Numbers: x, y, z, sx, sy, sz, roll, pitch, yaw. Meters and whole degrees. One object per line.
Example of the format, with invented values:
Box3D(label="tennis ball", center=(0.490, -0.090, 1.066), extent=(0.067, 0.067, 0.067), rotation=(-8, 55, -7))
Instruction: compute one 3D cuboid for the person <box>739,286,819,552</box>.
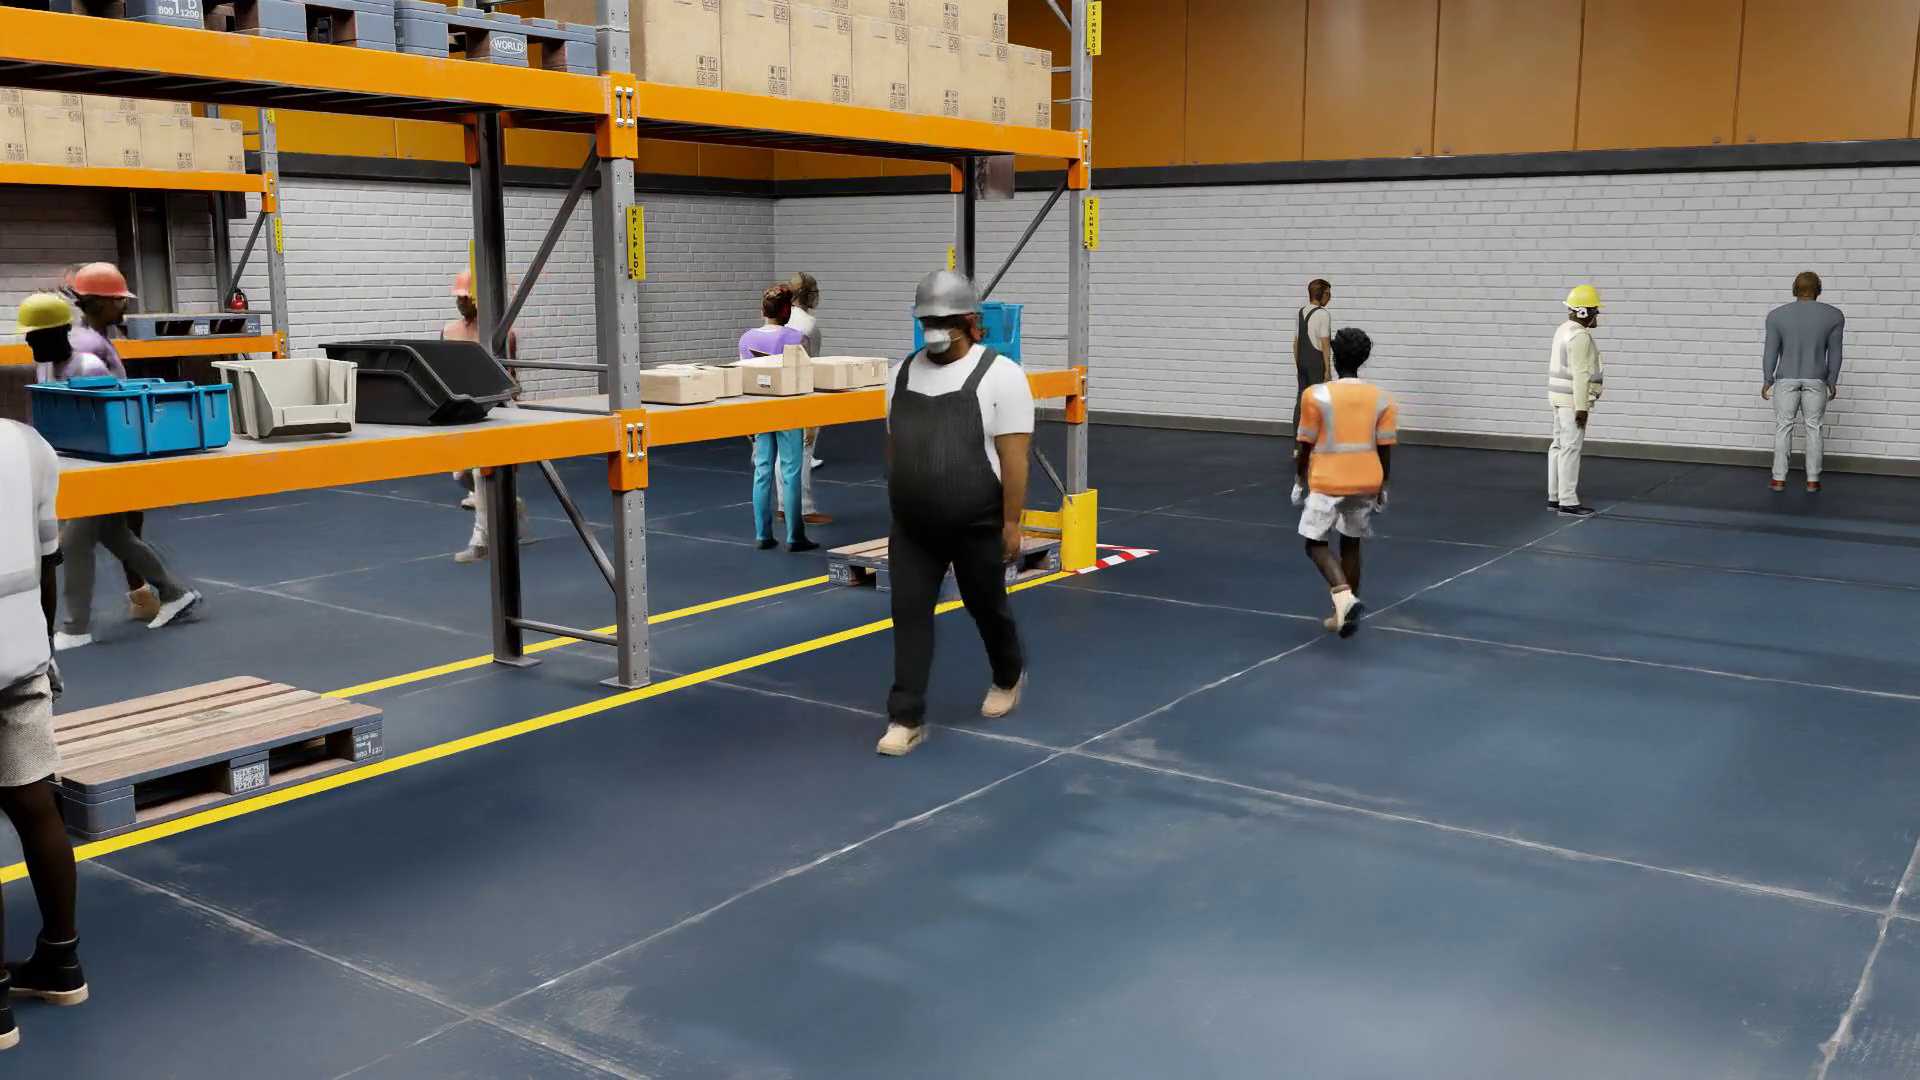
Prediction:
Box3D(label="person", center=(-1.274, -0.834, 11.584), extent=(0.563, 1.847, 0.390), rotation=(5, 11, 25))

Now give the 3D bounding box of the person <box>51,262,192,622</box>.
Box3D(label="person", center=(-4.799, -0.501, 9.104), extent=(0.859, 2.023, 0.620), rotation=(-4, 10, -23))

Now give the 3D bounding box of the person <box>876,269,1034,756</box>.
Box3D(label="person", center=(-0.006, -0.170, 7.049), extent=(0.689, 2.000, 0.972), rotation=(4, 10, 24))

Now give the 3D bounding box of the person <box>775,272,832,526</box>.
Box3D(label="person", center=(-1.230, -1.073, 12.731), extent=(0.352, 1.937, 0.635), rotation=(-5, 11, -29))

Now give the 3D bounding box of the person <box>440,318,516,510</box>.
Box3D(label="person", center=(-4.015, -1.182, 13.847), extent=(0.620, 1.797, 1.001), rotation=(1, 10, 8))

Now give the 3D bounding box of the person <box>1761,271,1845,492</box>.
Box3D(label="person", center=(7.386, -1.388, 14.620), extent=(0.628, 1.936, 0.377), rotation=(4, 10, 22))

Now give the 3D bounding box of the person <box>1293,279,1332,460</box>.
Box3D(label="person", center=(3.610, -1.736, 16.983), extent=(0.351, 1.839, 0.507), rotation=(-5, 11, -26))

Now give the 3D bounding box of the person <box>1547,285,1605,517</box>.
Box3D(label="person", center=(4.898, -1.107, 13.245), extent=(0.404, 1.834, 0.591), rotation=(1, 10, 5))

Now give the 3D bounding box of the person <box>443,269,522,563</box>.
Box3D(label="person", center=(-3.242, -0.855, 11.344), extent=(0.619, 1.975, 0.722), rotation=(4, 10, 24))

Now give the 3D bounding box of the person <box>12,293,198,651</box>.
Box3D(label="person", center=(-4.553, -0.385, 8.881), extent=(0.607, 1.873, 0.911), rotation=(8, 12, 40))

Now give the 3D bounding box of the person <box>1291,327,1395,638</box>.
Box3D(label="person", center=(2.057, -0.279, 8.769), extent=(0.536, 1.676, 0.573), rotation=(-2, 10, -12))

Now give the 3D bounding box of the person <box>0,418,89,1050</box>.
Box3D(label="person", center=(-2.572, 0.332, 4.289), extent=(0.366, 1.962, 0.614), rotation=(2, 10, 12))

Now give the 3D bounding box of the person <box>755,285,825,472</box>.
Box3D(label="person", center=(-1.686, -1.545, 16.017), extent=(1.048, 1.784, 0.517), rotation=(9, 13, 43))
